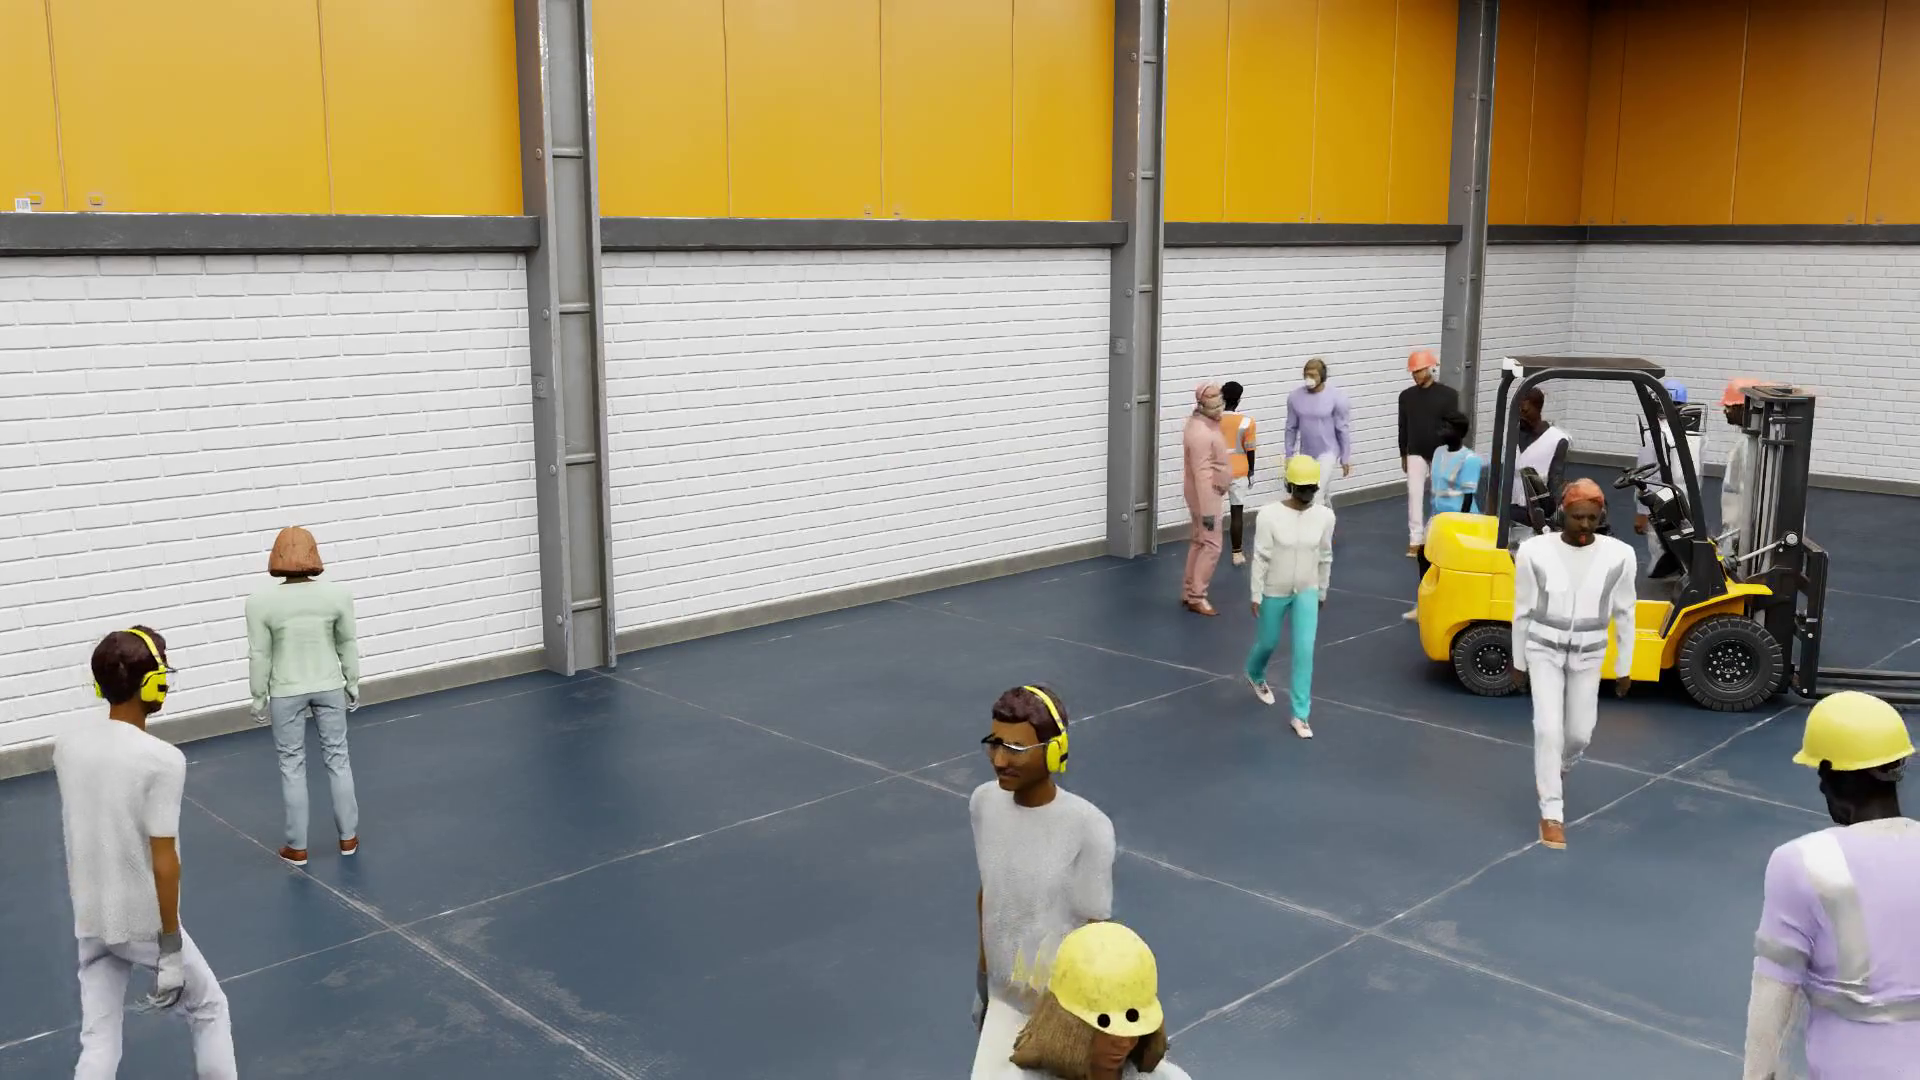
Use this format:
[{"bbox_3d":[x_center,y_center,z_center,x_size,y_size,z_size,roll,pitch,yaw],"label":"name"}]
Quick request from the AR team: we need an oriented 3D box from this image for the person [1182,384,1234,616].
[{"bbox_3d":[1.980,-0.332,13.275,0.404,1.858,0.843,2,11,8],"label":"person"}]

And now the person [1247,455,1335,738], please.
[{"bbox_3d":[2.011,0.286,10.269,0.534,1.714,0.840,-1,10,-6],"label":"person"}]

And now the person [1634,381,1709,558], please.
[{"bbox_3d":[5.328,-0.229,12.535,0.602,1.920,0.502,-5,11,-23],"label":"person"}]

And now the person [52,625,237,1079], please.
[{"bbox_3d":[-2.500,1.176,5.138,0.494,1.826,0.872,3,11,14],"label":"person"}]

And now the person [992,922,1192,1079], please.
[{"bbox_3d":[0.251,1.561,3.273,0.503,1.725,0.414,-3,11,-18],"label":"person"}]

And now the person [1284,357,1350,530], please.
[{"bbox_3d":[3.470,-0.828,15.945,0.649,1.880,1.055,9,14,40],"label":"person"}]

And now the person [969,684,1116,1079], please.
[{"bbox_3d":[0.171,1.287,4.523,0.551,1.817,0.961,8,13,38],"label":"person"}]

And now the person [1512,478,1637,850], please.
[{"bbox_3d":[3.066,0.570,8.389,0.585,1.854,0.717,2,11,13],"label":"person"}]

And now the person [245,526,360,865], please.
[{"bbox_3d":[-3.145,0.743,8.001,0.507,1.632,0.264,-7,12,-32],"label":"person"}]

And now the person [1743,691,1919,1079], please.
[{"bbox_3d":[2.307,1.329,4.183,0.625,1.869,1.014,-2,11,-9],"label":"person"}]

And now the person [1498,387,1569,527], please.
[{"bbox_3d":[4.438,-0.254,12.800,0.875,1.881,0.597,-7,12,-32],"label":"person"}]

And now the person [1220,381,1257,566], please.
[{"bbox_3d":[2.446,-0.605,15.204,0.534,1.690,0.319,4,11,21],"label":"person"}]

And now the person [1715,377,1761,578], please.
[{"bbox_3d":[5.542,-0.137,11.723,0.531,2.026,0.618,4,11,23],"label":"person"}]

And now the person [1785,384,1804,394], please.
[{"bbox_3d":[6.042,-0.253,12.711,0.736,1.903,0.652,3,11,17],"label":"person"}]

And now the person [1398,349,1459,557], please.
[{"bbox_3d":[4.472,-0.850,15.842,0.612,1.951,0.974,6,12,30],"label":"person"}]

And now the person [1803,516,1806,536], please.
[{"bbox_3d":[5.849,0.033,11.859,0.311,1.639,0.514,7,12,33],"label":"person"}]

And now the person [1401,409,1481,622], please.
[{"bbox_3d":[3.687,-0.158,12.764,0.627,1.674,0.553,-4,11,-21],"label":"person"}]

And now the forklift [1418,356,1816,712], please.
[{"bbox_3d":[4.276,-0.101,11.076,2.313,2.155,1.214,2,11,13],"label":"forklift"}]
